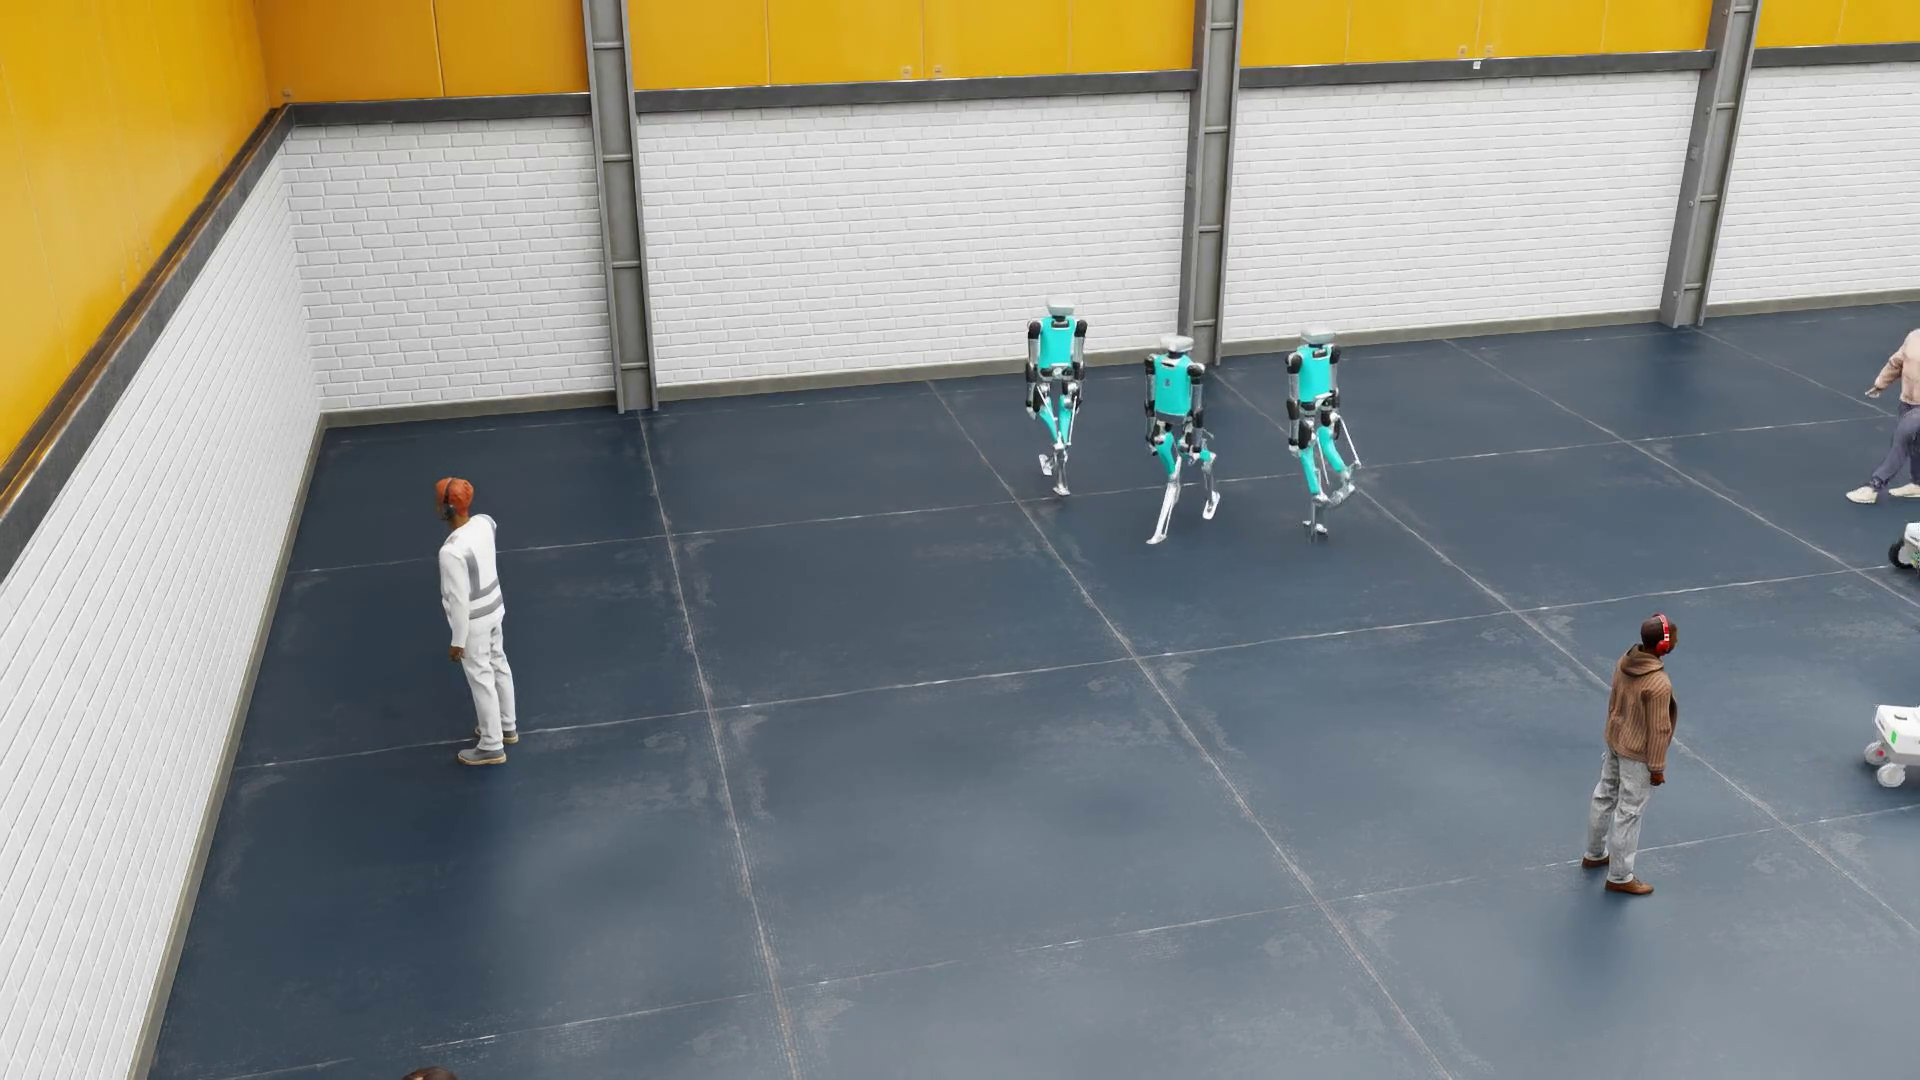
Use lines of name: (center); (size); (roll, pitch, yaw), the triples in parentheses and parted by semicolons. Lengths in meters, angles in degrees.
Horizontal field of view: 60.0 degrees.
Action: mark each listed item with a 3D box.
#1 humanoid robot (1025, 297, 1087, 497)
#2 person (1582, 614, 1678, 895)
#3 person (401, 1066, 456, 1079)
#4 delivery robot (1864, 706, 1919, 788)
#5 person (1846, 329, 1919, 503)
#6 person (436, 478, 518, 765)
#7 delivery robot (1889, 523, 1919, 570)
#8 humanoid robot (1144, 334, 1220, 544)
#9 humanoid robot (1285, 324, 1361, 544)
humanoid robot: (0.873, -1.162, 14.193); (0.557, 1.731, 1.052); (-7, 25, -16)
person: (3.648, 1.149, 9.030); (0.333, 1.651, 0.466); (-4, 24, -10)
person: (-1.739, 2.536, 5.742); (0.467, 1.768, 0.378); (21, 31, 40)
delivery robot: (6.014, 1.252, 10.175); (0.810, 0.606, 0.499); (4, 24, 10)
person: (8.021, -1.161, 14.068); (0.906, 1.811, 0.873); (-1, 24, -3)
person: (-2.991, 0.499, 10.227); (0.361, 1.882, 0.573); (4, 24, 9)
delivery robot: (7.680, 0.064, 12.862); (0.787, 0.596, 0.499); (-2, 24, -3)
humanoid robot: (1.885, -0.881, 13.614); (0.532, 1.781, 1.049); (18, 29, 34)
humanoid robot: (2.958, -0.765, 13.374); (0.535, 1.861, 0.713); (-15, 28, -30)
